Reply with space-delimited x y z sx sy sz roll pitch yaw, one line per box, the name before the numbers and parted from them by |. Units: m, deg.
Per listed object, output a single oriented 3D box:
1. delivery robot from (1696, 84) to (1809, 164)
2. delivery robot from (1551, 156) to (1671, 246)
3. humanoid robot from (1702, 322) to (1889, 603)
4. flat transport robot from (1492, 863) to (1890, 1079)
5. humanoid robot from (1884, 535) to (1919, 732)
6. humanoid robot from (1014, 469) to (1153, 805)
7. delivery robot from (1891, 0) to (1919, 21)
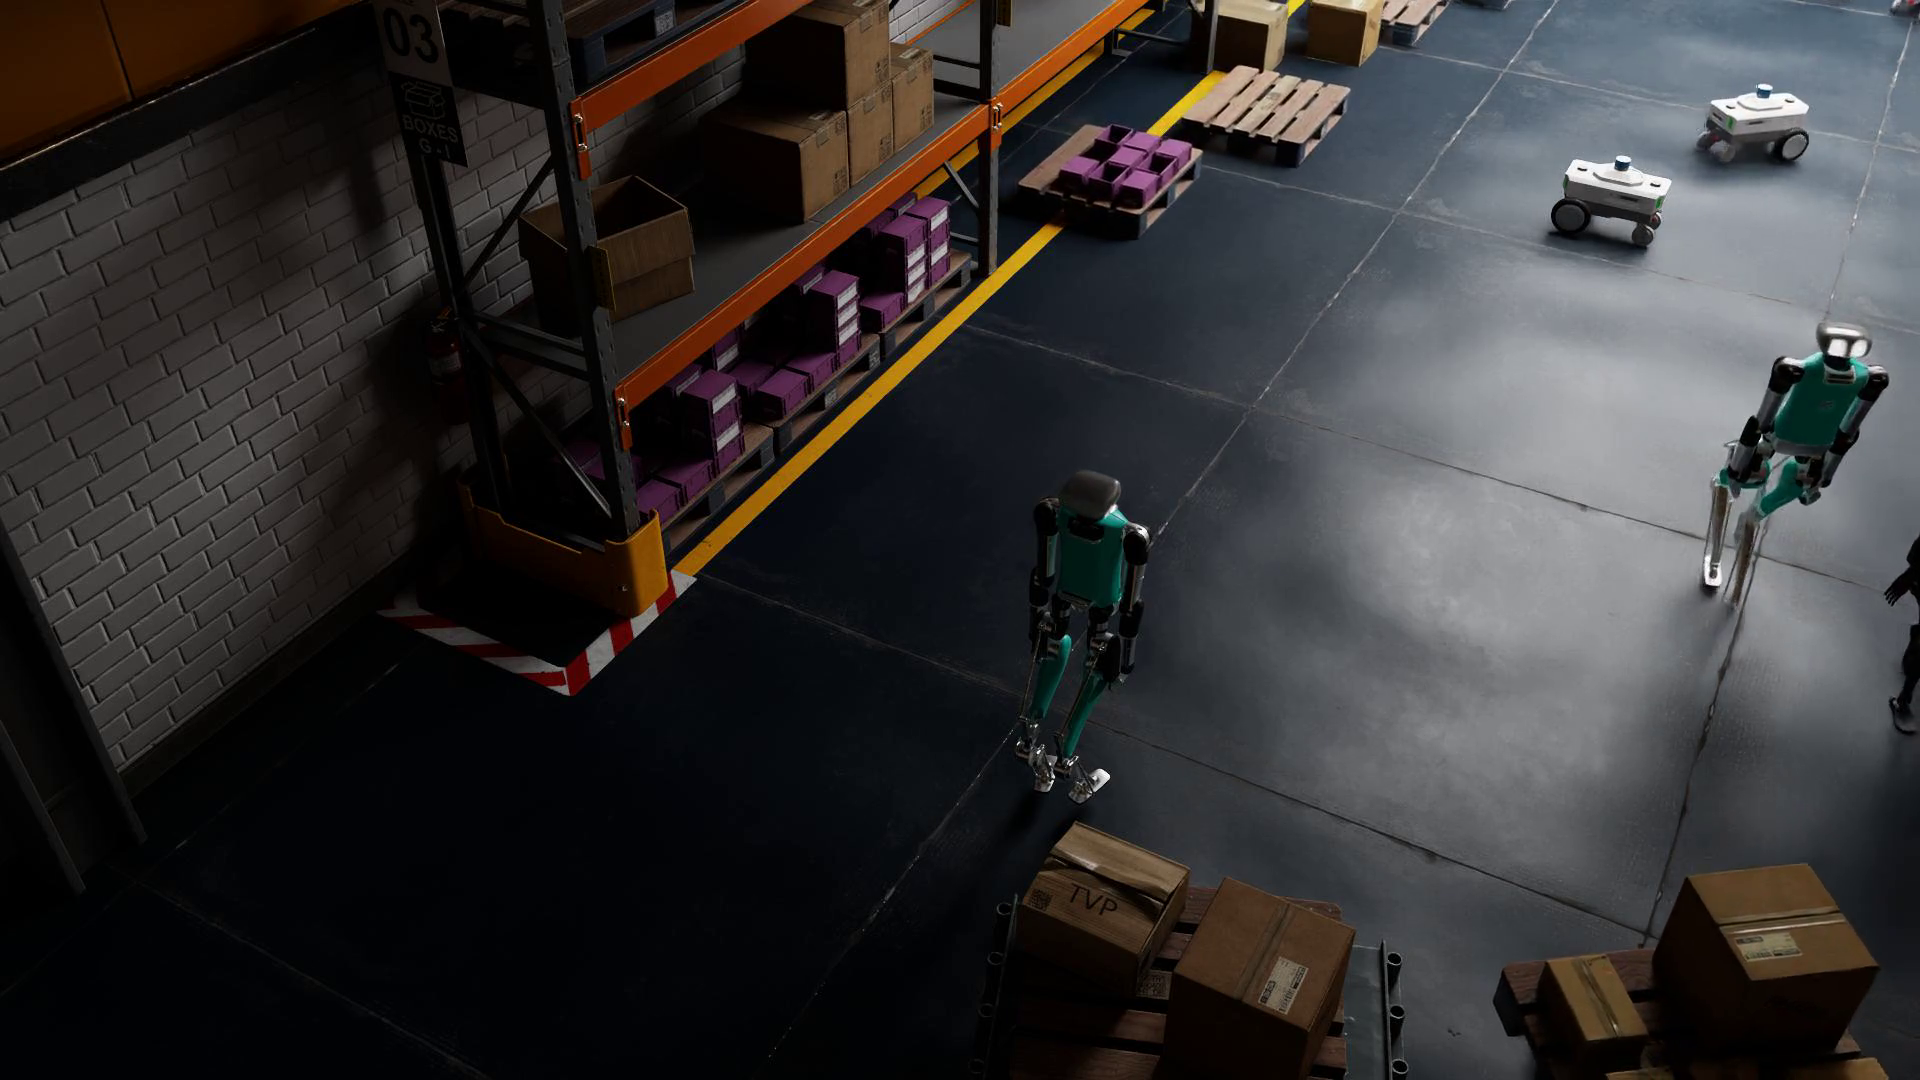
delivery robot | 6.288 -3.285 13.111 0.789 0.612 0.499 -8 39 -10
delivery robot | 4.761 -2.516 12.113 0.739 0.566 0.499 19 42 22
humanoid robot | 4.197 -0.426 8.626 0.544 1.838 0.746 3 39 4
flat transport robot | 2.822 2.260 6.394 0.659 0.231 1.431 -5 39 -6
humanoid robot | 4.790 0.133 7.935 0.608 1.630 0.614 6 39 7
humanoid robot | 0.449 0.536 7.264 0.533 1.681 0.735 19 42 22
delivery robot | 9.077 -5.178 15.477 0.814 0.611 0.499 -25 45 -28
